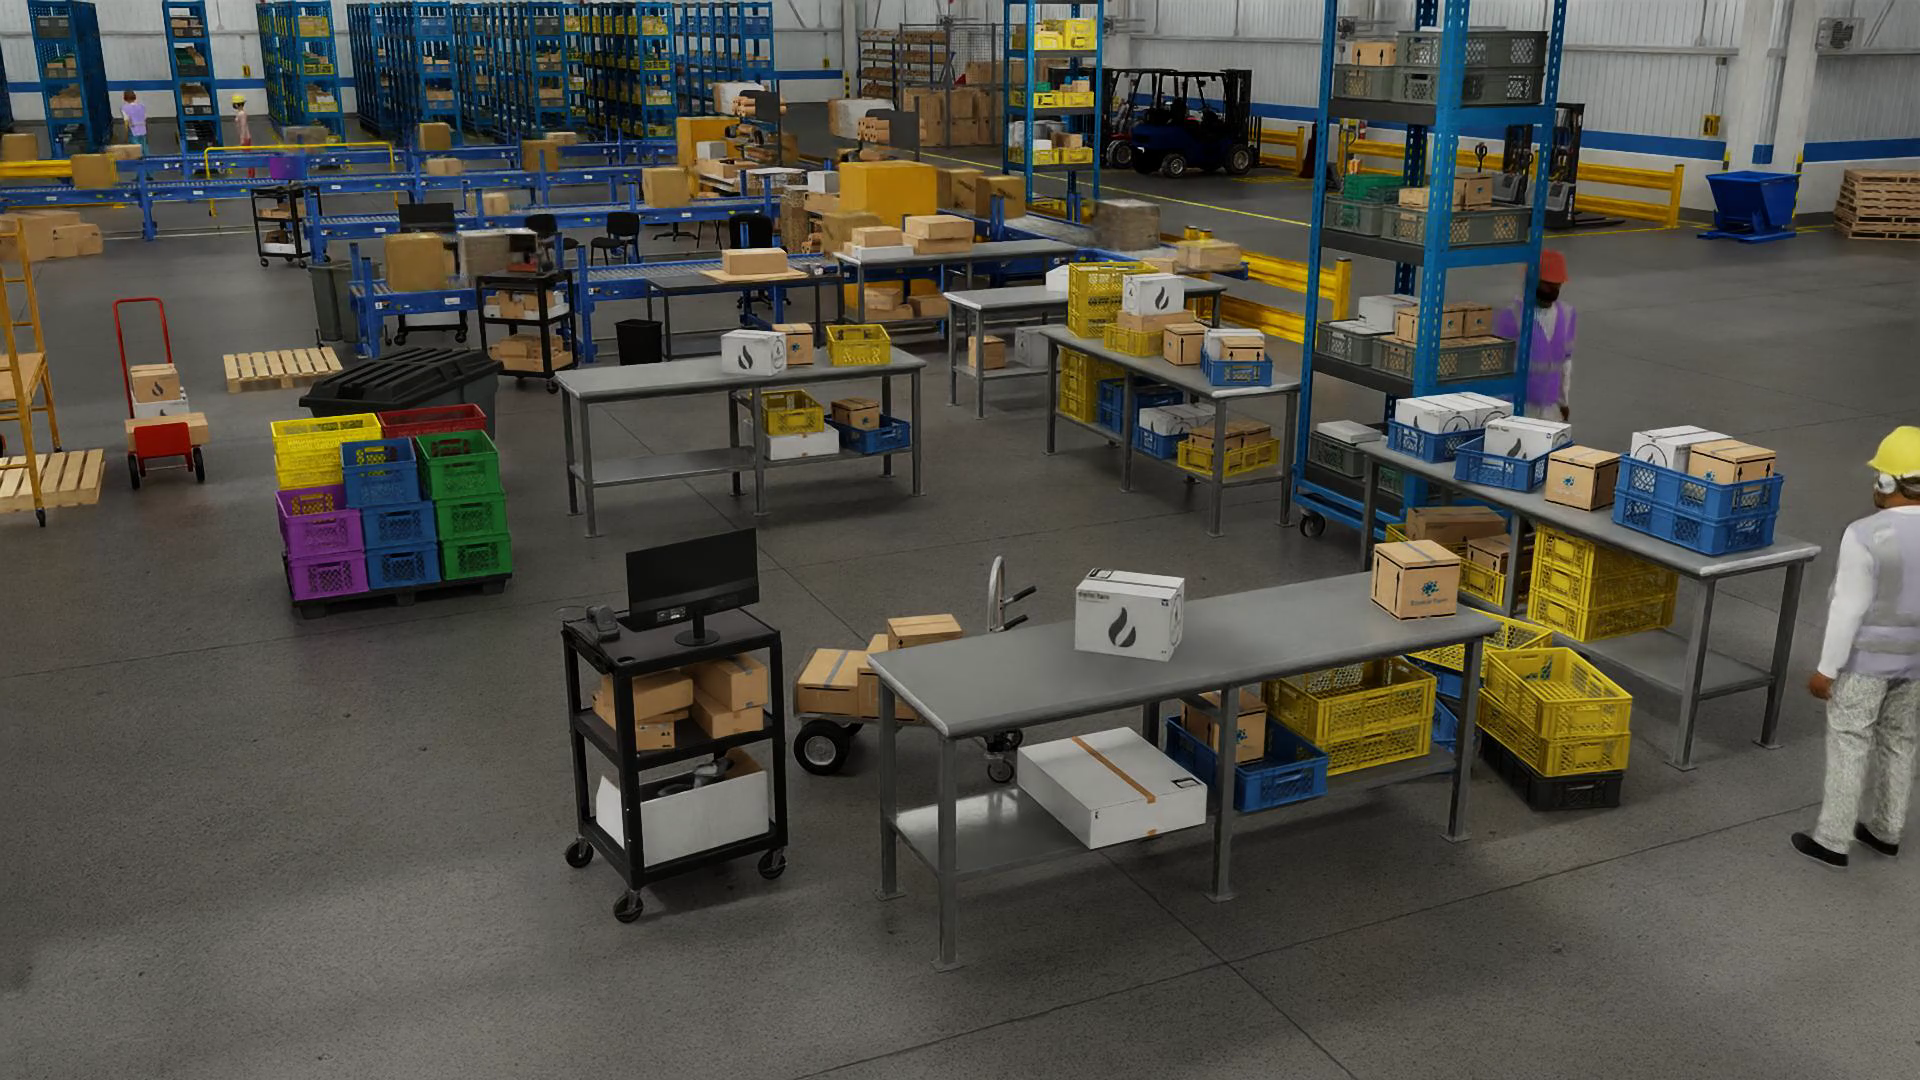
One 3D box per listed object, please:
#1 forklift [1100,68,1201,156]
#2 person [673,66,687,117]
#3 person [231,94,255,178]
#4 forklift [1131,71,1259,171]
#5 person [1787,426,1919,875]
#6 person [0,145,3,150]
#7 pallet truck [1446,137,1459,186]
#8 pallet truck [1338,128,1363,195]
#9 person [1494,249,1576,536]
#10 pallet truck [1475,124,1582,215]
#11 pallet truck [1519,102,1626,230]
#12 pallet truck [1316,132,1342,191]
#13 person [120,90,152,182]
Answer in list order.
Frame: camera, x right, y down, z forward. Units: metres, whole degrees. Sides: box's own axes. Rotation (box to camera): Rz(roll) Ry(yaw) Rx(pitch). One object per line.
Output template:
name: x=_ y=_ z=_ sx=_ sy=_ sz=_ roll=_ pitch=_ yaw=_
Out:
forklift: x=4.082 y=-9.564 z=37.410 sx=2.680 sy=1.987 sz=1.157 roll=-8 pitch=19 yaw=-23
person: x=-7.738 y=-12.311 z=46.601 sx=0.694 sy=1.966 sz=0.642 roll=-1 pitch=18 yaw=-4
person: x=-14.557 y=-8.139 z=33.779 sx=0.309 sy=1.772 sz=0.525 roll=-7 pitch=19 yaw=-21
forklift: x=4.998 y=-8.936 z=35.413 sx=2.680 sy=1.987 sz=1.157 roll=-9 pitch=20 yaw=-25
person: x=3.658 y=0.448 z=6.627 sx=0.600 sy=1.829 sz=0.404 roll=-5 pitch=18 yaw=-15
person: x=-23.674 y=-10.369 z=40.391 sx=0.429 sy=2.023 sz=0.623 roll=-8 pitch=19 yaw=-23
pallet truck: x=9.184 y=-6.485 z=29.328 sx=1.630 sy=1.274 sz=0.653 roll=-8 pitch=19 yaw=-23
pallet truck: x=7.845 y=-7.140 z=31.411 sx=1.522 sy=1.261 sz=0.704 roll=-9 pitch=20 yaw=-25
person: x=3.716 y=-0.946 z=10.869 sx=0.570 sy=1.926 sz=0.551 roll=-5 pitch=18 yaw=-16
pallet truck: x=9.707 y=-6.455 z=28.103 sx=1.885 sy=1.965 sz=0.823 roll=-7 pitch=19 yaw=-20
pallet truck: x=9.972 y=-6.037 z=26.785 sx=1.885 sy=1.965 sz=0.823 roll=-9 pitch=20 yaw=-25
pallet truck: x=7.723 y=-7.504 z=32.656 sx=1.601 sy=1.201 sz=0.680 roll=-8 pitch=19 yaw=-23
person: x=-16.890 y=-8.285 z=34.124 sx=0.378 sy=1.838 sz=0.595 roll=8 pitch=19 yaw=24
